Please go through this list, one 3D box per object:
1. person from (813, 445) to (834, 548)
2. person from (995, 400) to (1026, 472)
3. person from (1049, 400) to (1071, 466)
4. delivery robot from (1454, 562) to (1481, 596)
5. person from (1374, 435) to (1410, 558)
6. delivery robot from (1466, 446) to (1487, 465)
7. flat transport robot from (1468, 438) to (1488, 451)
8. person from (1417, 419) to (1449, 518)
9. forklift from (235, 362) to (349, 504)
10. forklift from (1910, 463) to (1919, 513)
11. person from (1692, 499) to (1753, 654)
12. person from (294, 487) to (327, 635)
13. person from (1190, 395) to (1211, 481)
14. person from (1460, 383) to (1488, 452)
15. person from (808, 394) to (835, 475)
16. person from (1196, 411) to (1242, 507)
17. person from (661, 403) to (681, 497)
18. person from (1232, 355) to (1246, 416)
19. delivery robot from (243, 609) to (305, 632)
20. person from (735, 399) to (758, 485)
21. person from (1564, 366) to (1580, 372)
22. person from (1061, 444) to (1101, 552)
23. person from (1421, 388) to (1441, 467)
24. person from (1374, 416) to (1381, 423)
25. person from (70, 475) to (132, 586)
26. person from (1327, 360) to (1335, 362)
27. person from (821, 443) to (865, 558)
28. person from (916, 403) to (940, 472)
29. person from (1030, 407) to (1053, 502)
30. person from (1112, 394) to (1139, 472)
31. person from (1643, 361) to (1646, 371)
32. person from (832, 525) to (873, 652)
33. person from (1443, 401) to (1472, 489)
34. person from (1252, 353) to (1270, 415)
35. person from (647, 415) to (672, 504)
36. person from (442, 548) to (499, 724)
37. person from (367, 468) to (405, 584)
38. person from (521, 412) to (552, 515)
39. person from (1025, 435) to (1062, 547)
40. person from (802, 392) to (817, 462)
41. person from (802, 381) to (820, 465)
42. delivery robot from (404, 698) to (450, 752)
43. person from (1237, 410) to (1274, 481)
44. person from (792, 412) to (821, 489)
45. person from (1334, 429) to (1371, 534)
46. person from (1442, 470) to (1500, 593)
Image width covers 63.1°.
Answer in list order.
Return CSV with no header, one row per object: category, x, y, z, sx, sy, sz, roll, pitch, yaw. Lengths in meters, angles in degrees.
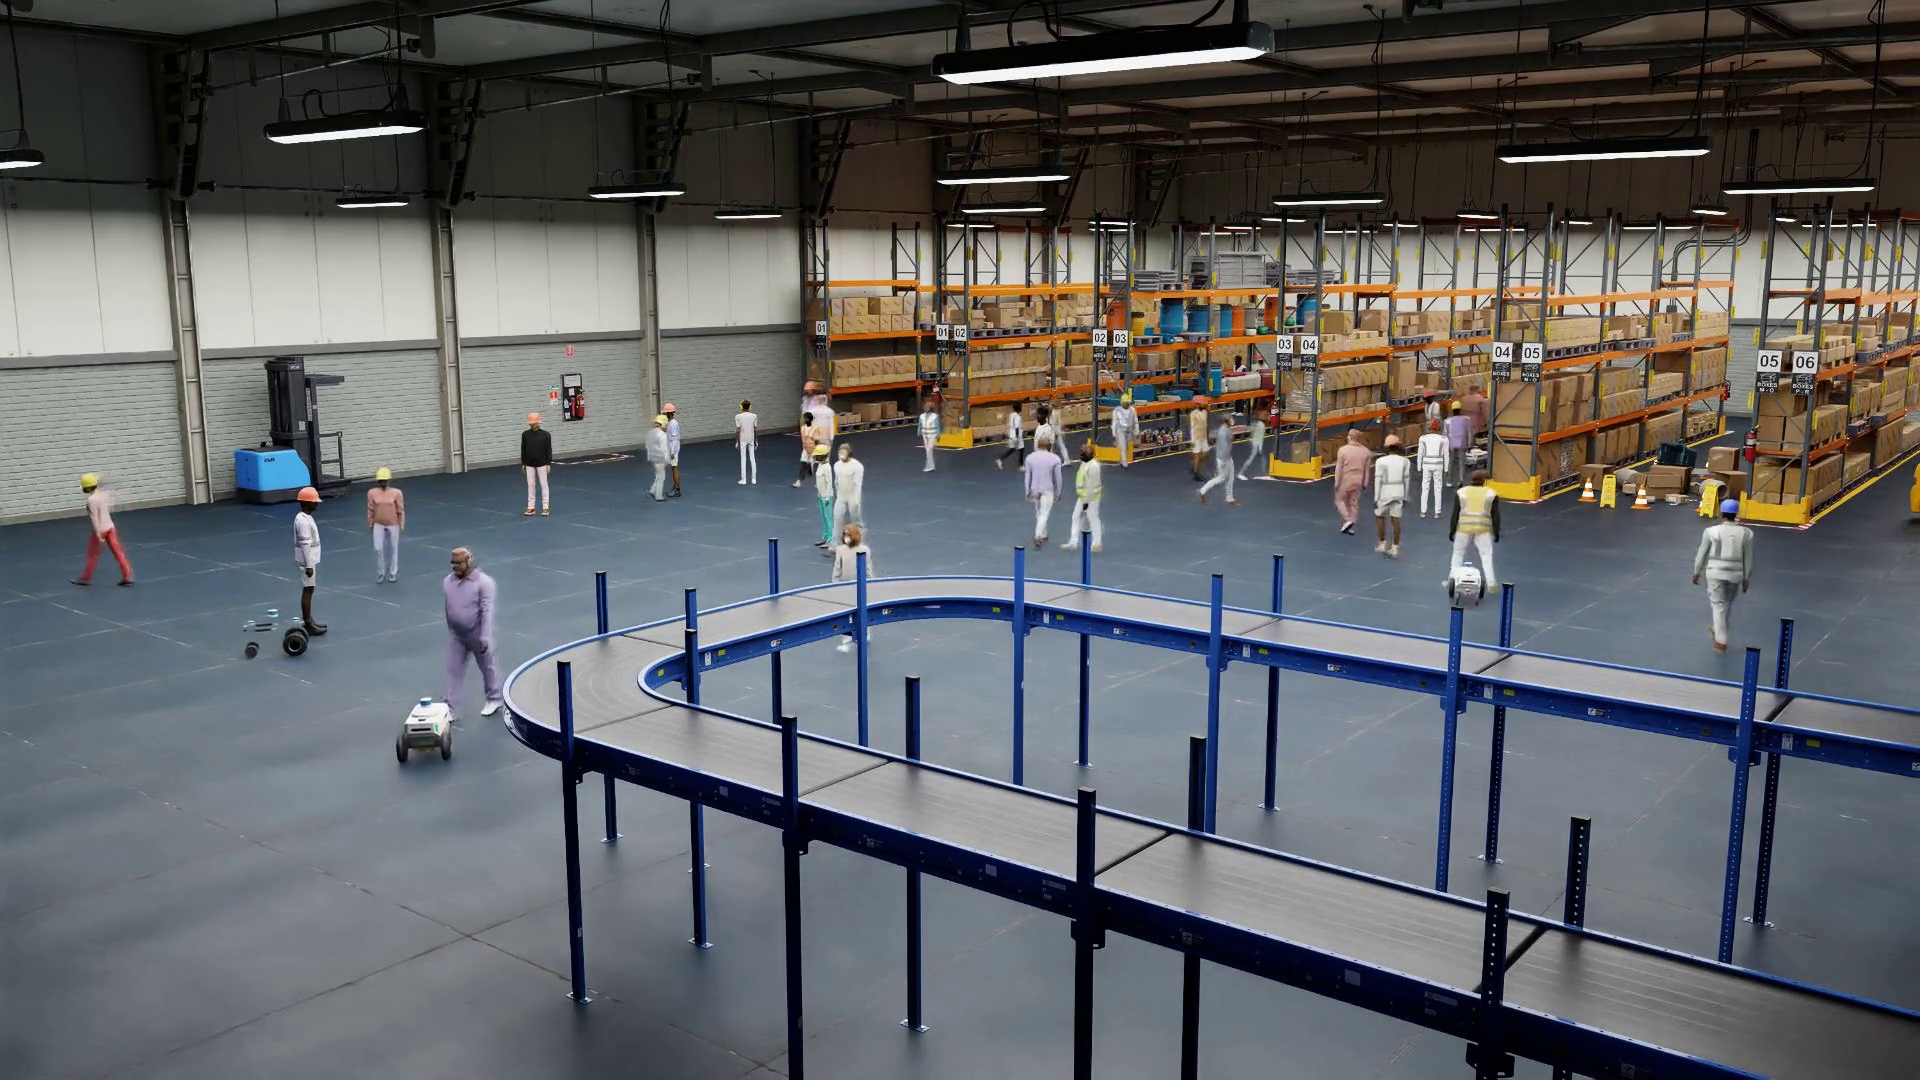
person,-2.329,-0.751,26.730,0.329,1.765,0.526,-4,11,-20
person,1.224,-2.413,36.374,0.739,1.677,0.537,-2,10,-14
person,2.248,-2.549,37.342,0.875,1.591,0.513,3,10,15
delivery robot,7.325,0.565,22.567,0.477,0.478,0.707,3,11,16
person,7.118,-0.744,25.969,0.643,2.016,0.692,-2,10,-11
delivery robot,12.144,-1.971,36.851,0.477,0.478,0.707,9,14,42
flat transport robot,13.419,-2.494,40.858,0.652,0.197,1.431,8,13,38
person,9.018,-1.362,29.826,0.586,1.882,0.342,4,11,23
forklift,-13.803,-2.244,32.110,1.129,2.768,1.873,8,13,37
forklift,19.034,-1.348,28.998,2.313,2.155,1.214,8,13,37
person,9.582,0.424,19.731,0.607,1.901,0.970,0,10,3
person,-8.517,0.264,20.529,0.373,1.933,0.550,-4,11,-20
person,5.357,-2.273,34.838,0.576,1.923,0.399,-10,14,-43
person,12.732,-2.963,38.908,0.997,1.867,0.630,-8,13,-37
person,-3.159,-2.357,35.452,0.672,1.878,0.715,3,11,18
person,5.194,-1.622,31.237,0.833,1.915,0.636,3,10,16
person,-6.019,-1.874,32.558,0.372,1.934,0.551,-2,10,-12
person,8.878,-4.917,49.748,0.370,1.915,0.597,-4,11,-24
delivery robot,-8.550,0.983,19.494,0.699,0.223,0.335,-3,11,-19
person,-4.689,-2.159,34.353,0.514,1.872,0.328,-5,11,-24
person,19.071,-4.792,49.103,0.614,1.883,0.860,-6,12,-29
person,2.026,-0.693,26.244,0.784,1.815,0.661,-2,10,-9
person,11.362,-2.677,37.255,0.847,1.895,0.560,-3,11,-19
person,12.725,-4.467,47.402,0.509,1.857,0.425,6,11,28
person,-12.898,-0.141,23.443,0.876,1.704,0.541,1,10,3
person,11.925,-5.009,50.572,0.597,1.812,0.679,7,12,34
person,-1.894,-0.631,25.664,0.647,1.890,0.980,7,12,33
person,-0.786,-2.375,36.279,0.535,1.605,0.744,7,12,34
person,1.659,-1.705,31.525,0.367,1.966,0.607,-3,11,-18
person,3.868,-2.524,36.640,0.602,1.791,0.919,-3,10,-14
person,21.672,-4.812,49.424,0.541,1.815,0.982,-4,11,-20
person,-1.363,0.589,19.681,0.519,1.584,0.875,6,12,29
person,10.669,-2.041,33.592,0.614,1.903,0.810,3,10,15
person,9.602,-4.976,49.948,0.609,1.962,0.616,0,10,0
person,-6.041,-1.625,31.570,0.453,1.805,0.602,-7,12,-34
person,-5.222,1.012,16.526,0.657,1.854,0.981,3,10,16
person,-8.697,-0.209,23.694,0.546,1.747,0.594,-2,10,-11
person,-8.162,-1.470,30.127,0.611,1.994,0.379,1,10,6
person,1.404,-0.837,26.846,0.639,1.910,0.924,4,11,21
person,-3.578,-2.738,37.836,0.527,1.811,0.893,-4,11,-21
person,-3.553,-2.811,37.562,0.621,2.026,0.484,8,13,38
delivery robot,-5.299,1.814,15.550,0.477,0.478,0.707,-2,10,-10
person,6.599,-2.119,34.943,0.801,1.584,0.519,2,10,10
person,-3.248,-1.903,33.488,0.548,1.646,0.861,7,12,33
person,6.983,-1.041,27.986,0.681,1.892,0.424,-3,10,-14
person,7.619,-0.130,23.196,0.731,1.806,0.535,3,10,16
